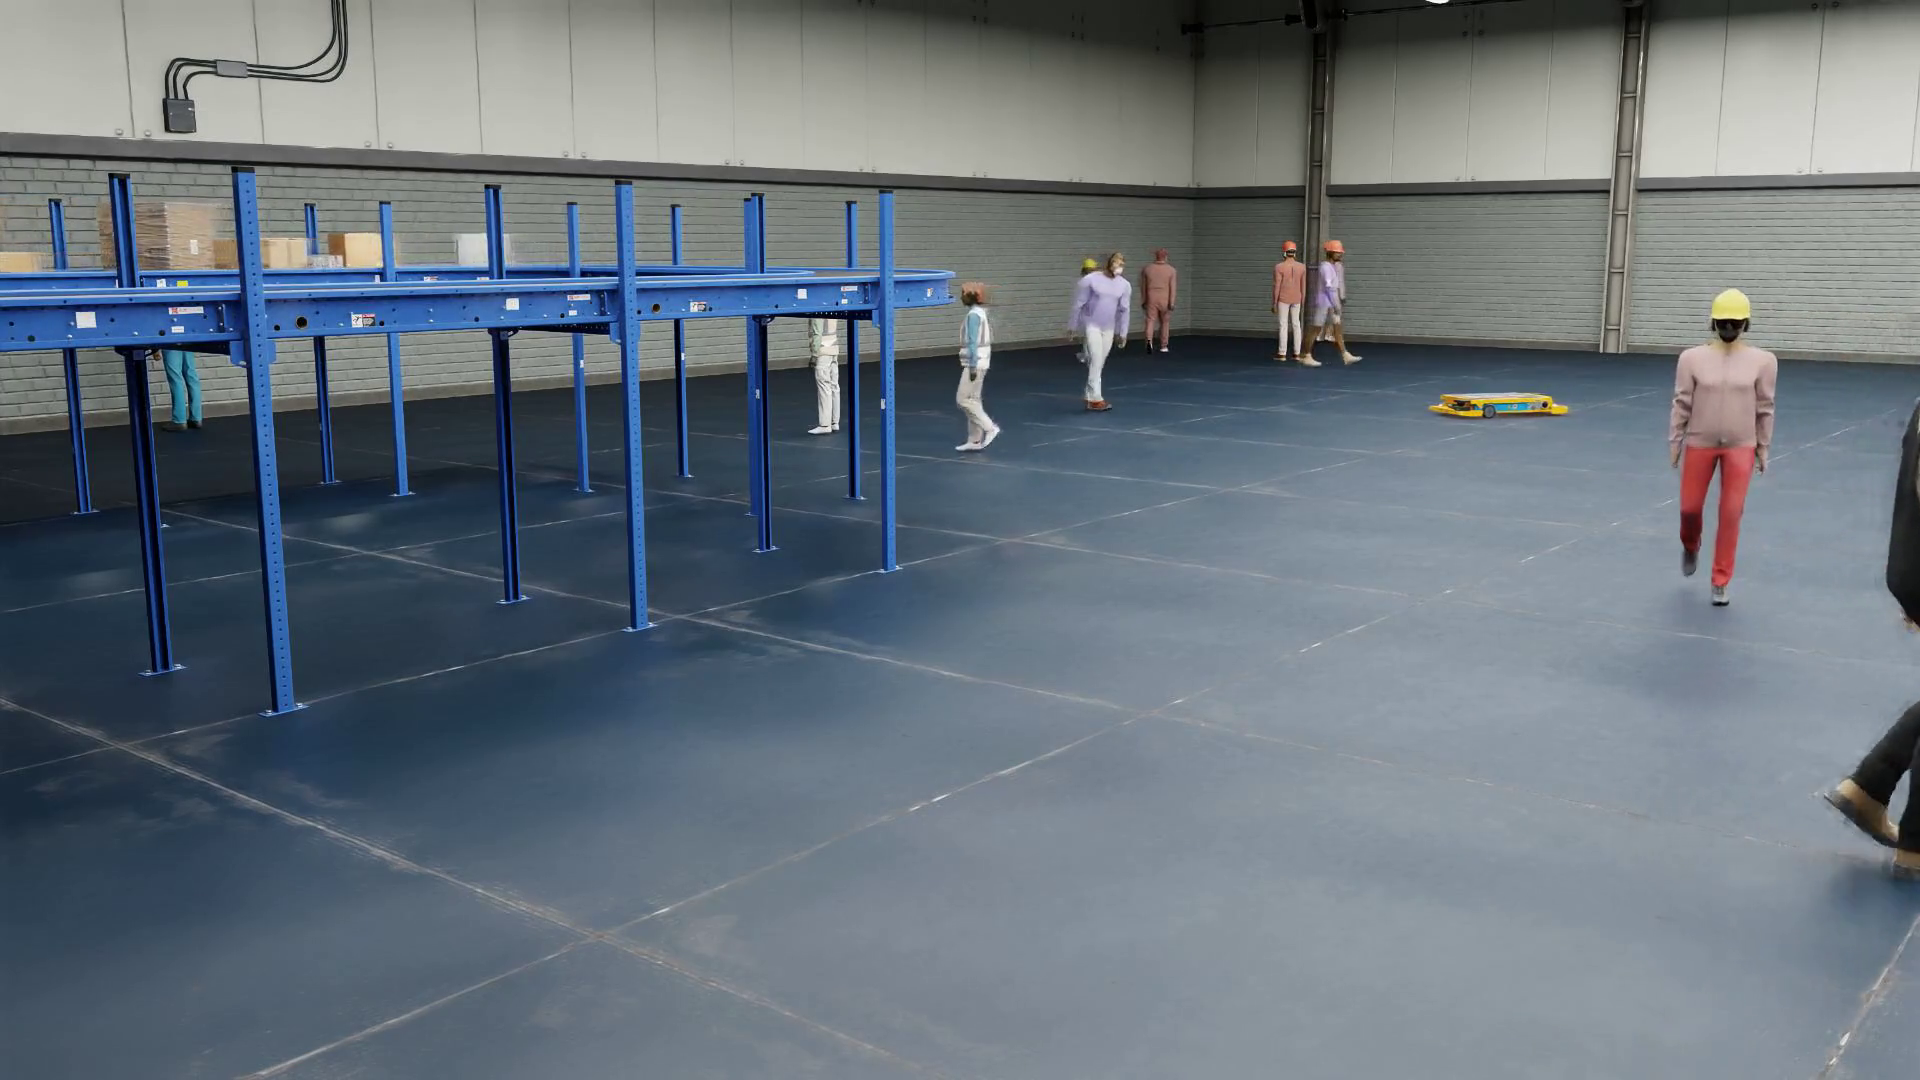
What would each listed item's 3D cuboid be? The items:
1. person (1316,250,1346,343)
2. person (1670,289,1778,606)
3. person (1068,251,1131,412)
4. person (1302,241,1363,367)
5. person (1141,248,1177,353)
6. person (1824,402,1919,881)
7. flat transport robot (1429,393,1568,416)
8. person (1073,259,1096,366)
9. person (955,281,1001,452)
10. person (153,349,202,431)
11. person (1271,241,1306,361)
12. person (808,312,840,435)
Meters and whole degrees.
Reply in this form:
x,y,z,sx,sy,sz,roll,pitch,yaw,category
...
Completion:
x,y,z,sx,sy,sz,roll,pitch,yaw,category
7.355,-4.856,32.998,0.426,1.874,0.711,-5,11,-25,person
4.298,-0.538,9.399,0.528,1.755,0.534,4,11,23,person
1.685,-2.441,19.558,0.706,1.881,0.841,-4,11,-21,person
5.943,-3.752,26.497,1.006,1.994,0.625,6,12,29,person
3.540,-4.270,29.722,0.648,1.878,0.847,3,11,16,person
3.114,0.176,5.212,0.420,1.827,0.534,2,10,11,person
6.287,-1.589,19.425,1.431,0.197,0.652,-3,11,-15,flat transport robot
2.058,-3.698,27.014,0.510,1.691,0.887,-5,11,-25,person
0.135,-1.645,15.842,0.382,1.625,0.544,1,10,5,person
-8.363,-2.094,17.757,0.396,1.839,0.564,4,11,19,person
5.524,-4.021,28.007,0.621,1.992,0.397,-3,11,-18,person
-1.422,-1.925,17.379,0.309,1.640,0.514,4,11,19,person
